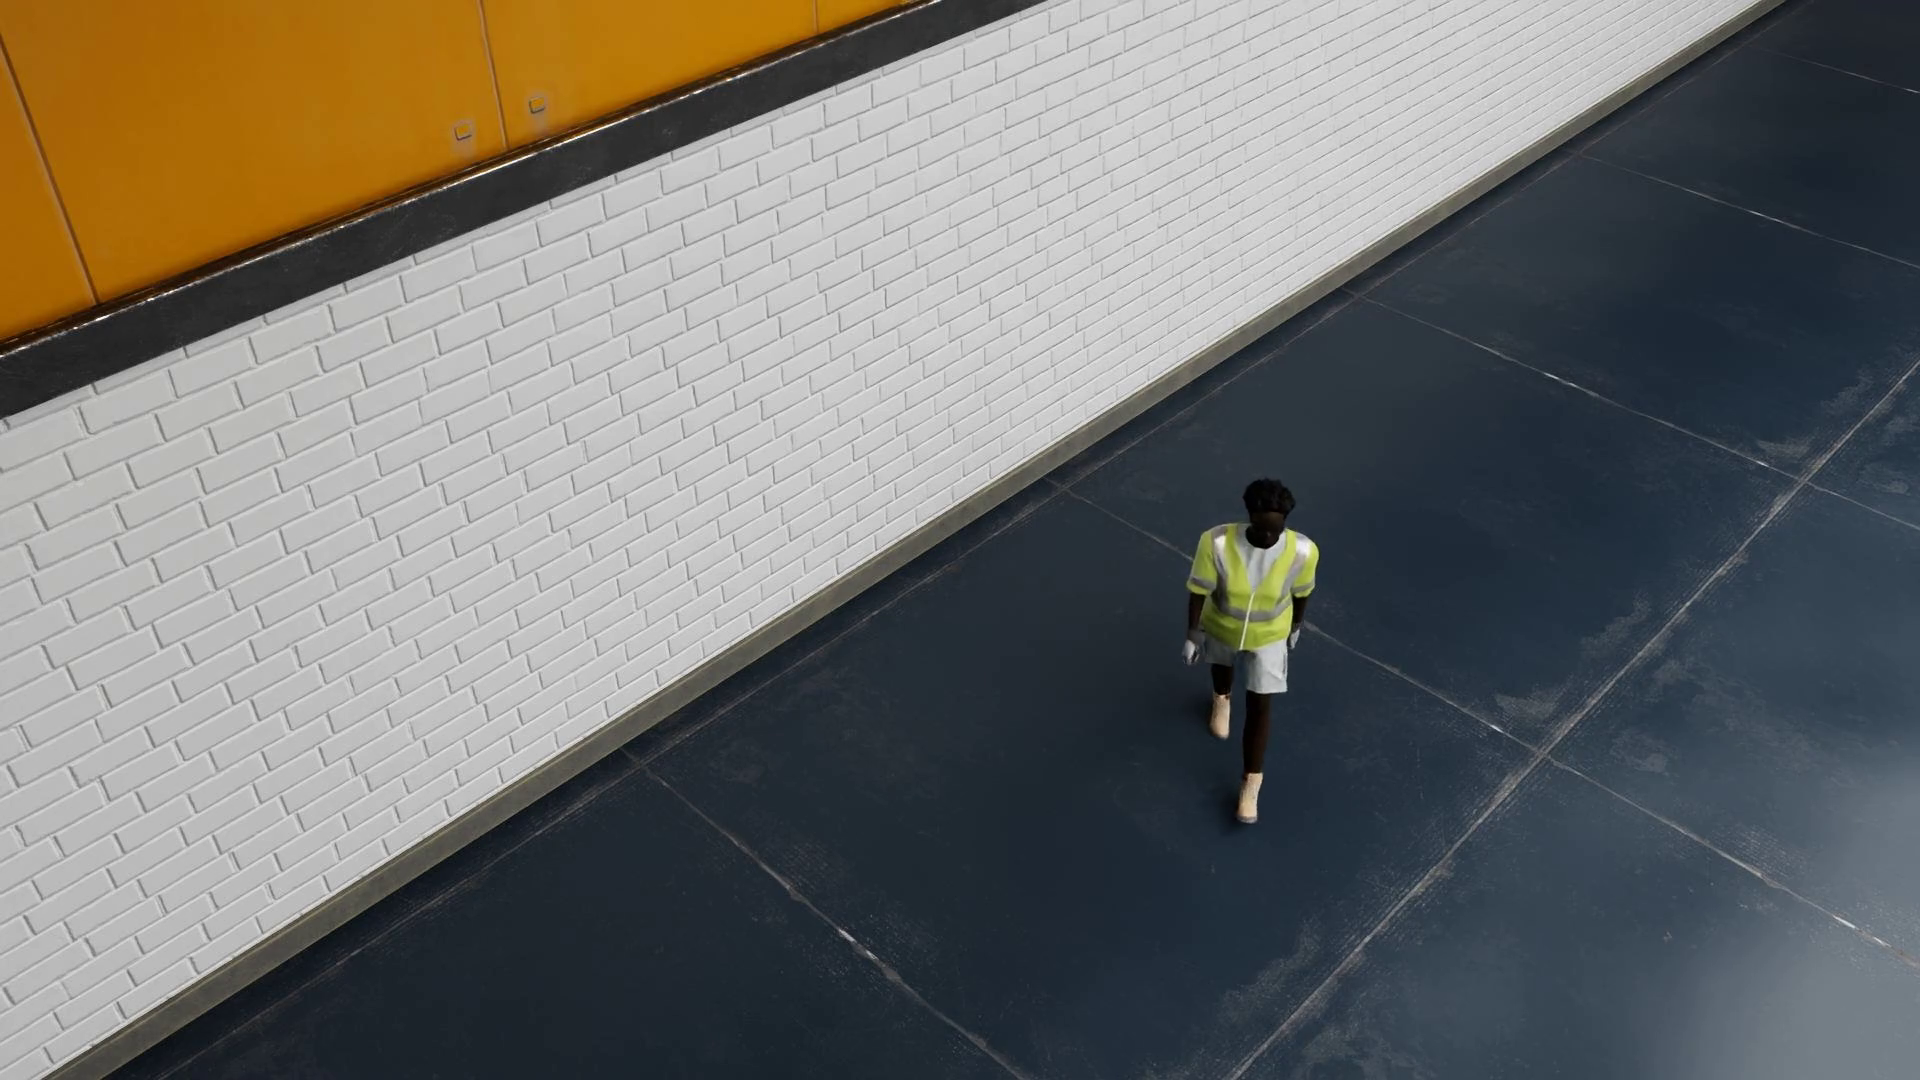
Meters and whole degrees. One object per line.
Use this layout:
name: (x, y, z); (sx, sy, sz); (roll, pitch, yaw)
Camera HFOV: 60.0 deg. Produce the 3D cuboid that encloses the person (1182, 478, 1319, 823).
person: (1.244, 0.413, 7.292); (0.542, 1.652, 0.859); (8, 39, 9)
